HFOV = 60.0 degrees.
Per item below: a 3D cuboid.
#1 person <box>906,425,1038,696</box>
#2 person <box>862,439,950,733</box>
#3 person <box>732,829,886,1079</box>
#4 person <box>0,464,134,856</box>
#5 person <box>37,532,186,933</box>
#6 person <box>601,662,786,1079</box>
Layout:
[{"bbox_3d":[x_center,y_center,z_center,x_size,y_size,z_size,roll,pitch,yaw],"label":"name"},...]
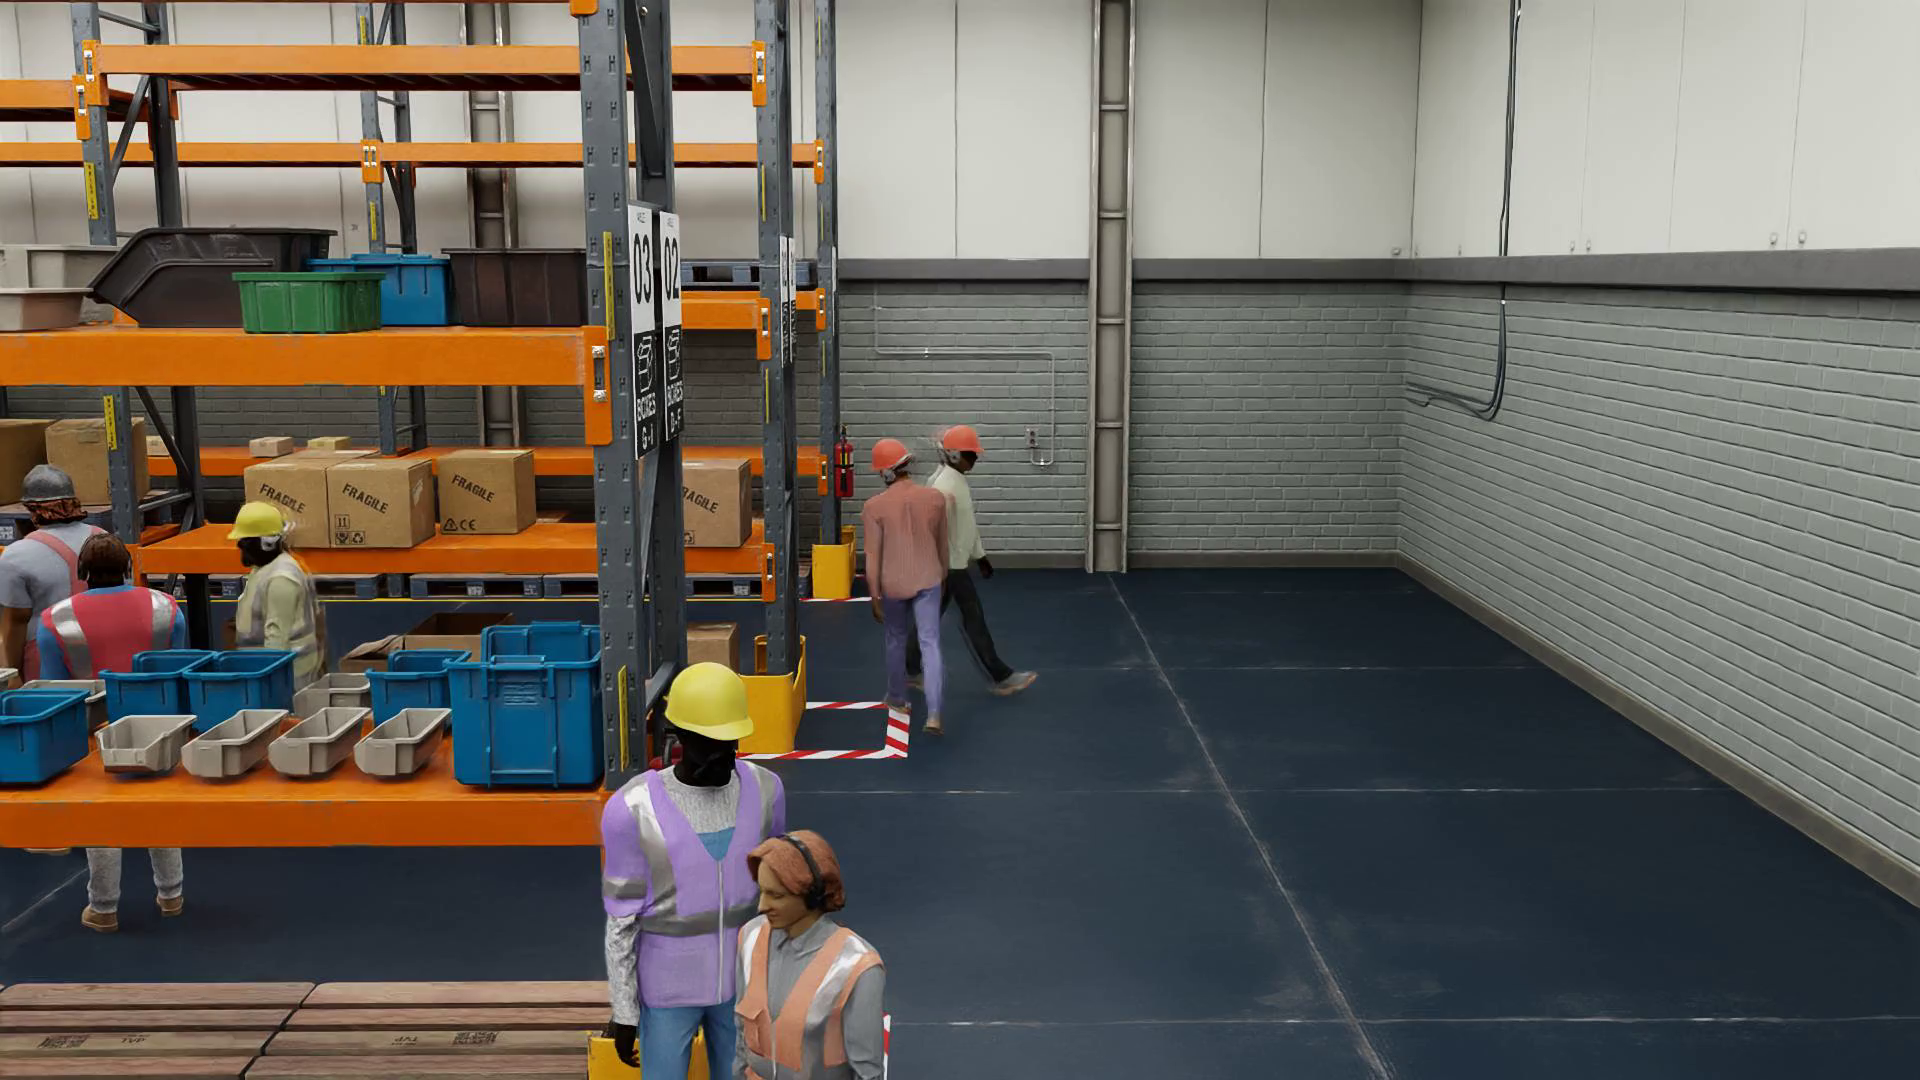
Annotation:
[{"bbox_3d":[0.018,0.147,11.836,1.057,1.931,0.608,1,9,7],"label":"person"},{"bbox_3d":[-0.334,0.297,11.009,0.626,1.931,1.058,-2,10,-14],"label":"person"},{"bbox_3d":[-0.386,1.531,4.291,0.524,1.631,0.316,8,12,39],"label":"person"},{"bbox_3d":[-4.713,0.604,8.722,0.535,2.000,0.679,5,10,27],"label":"person"},{"bbox_3d":[-3.877,0.877,7.661,0.625,1.844,0.429,-8,12,-40],"label":"person"},{"bbox_3d":[-0.748,1.291,4.901,0.594,1.917,0.397,-6,11,-34],"label":"person"}]
